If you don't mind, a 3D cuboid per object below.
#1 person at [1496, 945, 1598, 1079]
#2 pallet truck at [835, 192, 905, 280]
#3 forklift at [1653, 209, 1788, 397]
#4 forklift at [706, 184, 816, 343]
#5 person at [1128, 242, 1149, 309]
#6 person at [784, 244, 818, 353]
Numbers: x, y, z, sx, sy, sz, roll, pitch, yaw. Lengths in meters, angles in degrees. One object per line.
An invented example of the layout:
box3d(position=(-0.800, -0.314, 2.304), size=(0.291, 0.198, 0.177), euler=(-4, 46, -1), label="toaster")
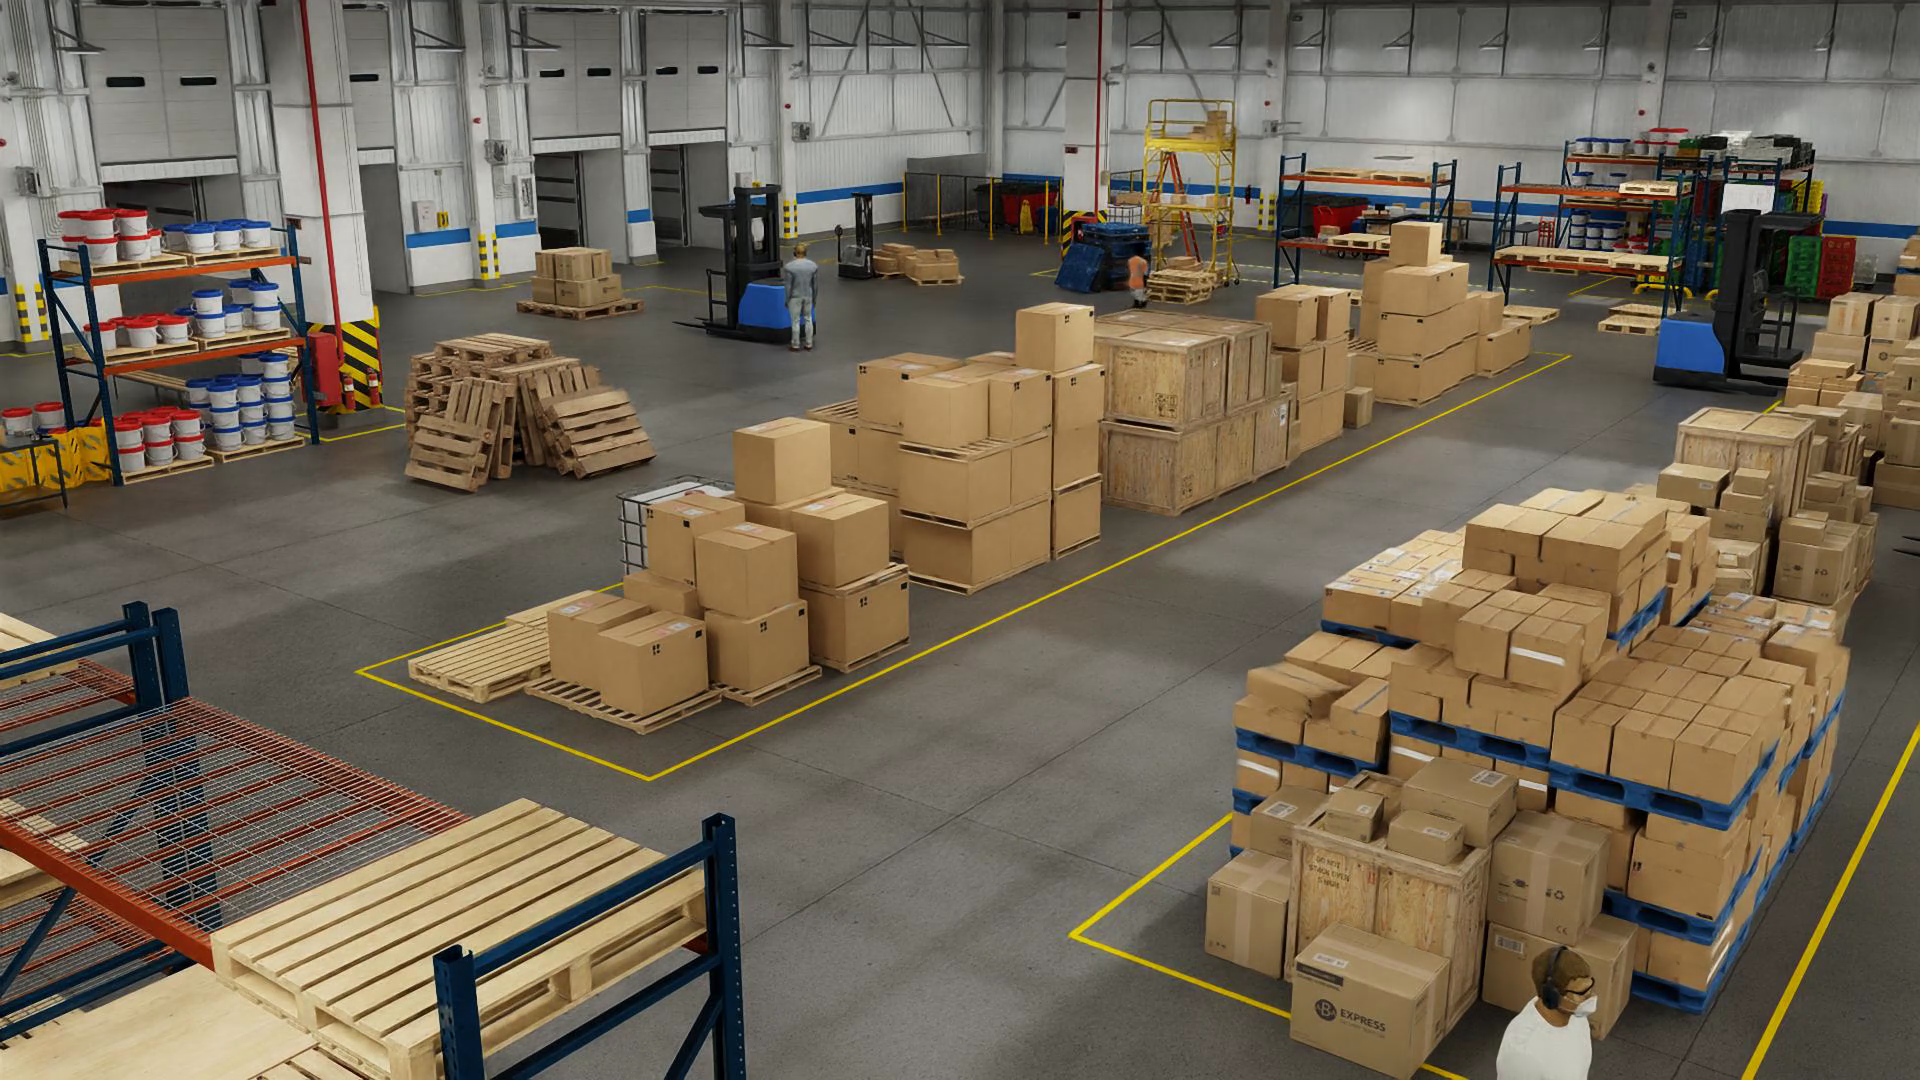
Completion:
box3d(position=(2.401, 2.559, 6.905), size=(0.372, 1.940, 0.630), euler=(13, 21, 36), label="person")
box3d(position=(-1.936, -7.159, 38.982), size=(1.885, 1.965, 0.823), euler=(-12, 21, -34), label="pallet truck")
box3d(position=(12.271, -3.827, 26.446), size=(1.873, 2.768, 1.129), euler=(12, 21, 35), label="forklift")
box3d(position=(-3.717, -5.181, 30.929), size=(1.873, 2.768, 1.129), euler=(12, 21, 35), label="forklift")
box3d(position=(3.421, -4.902, 32.048), size=(0.397, 1.685, 0.535), euler=(-10, 19, -30), label="person")
box3d(position=(-2.837, -4.309, 29.668), size=(0.636, 1.931, 0.377), euler=(-9, 19, -28), label="person")
